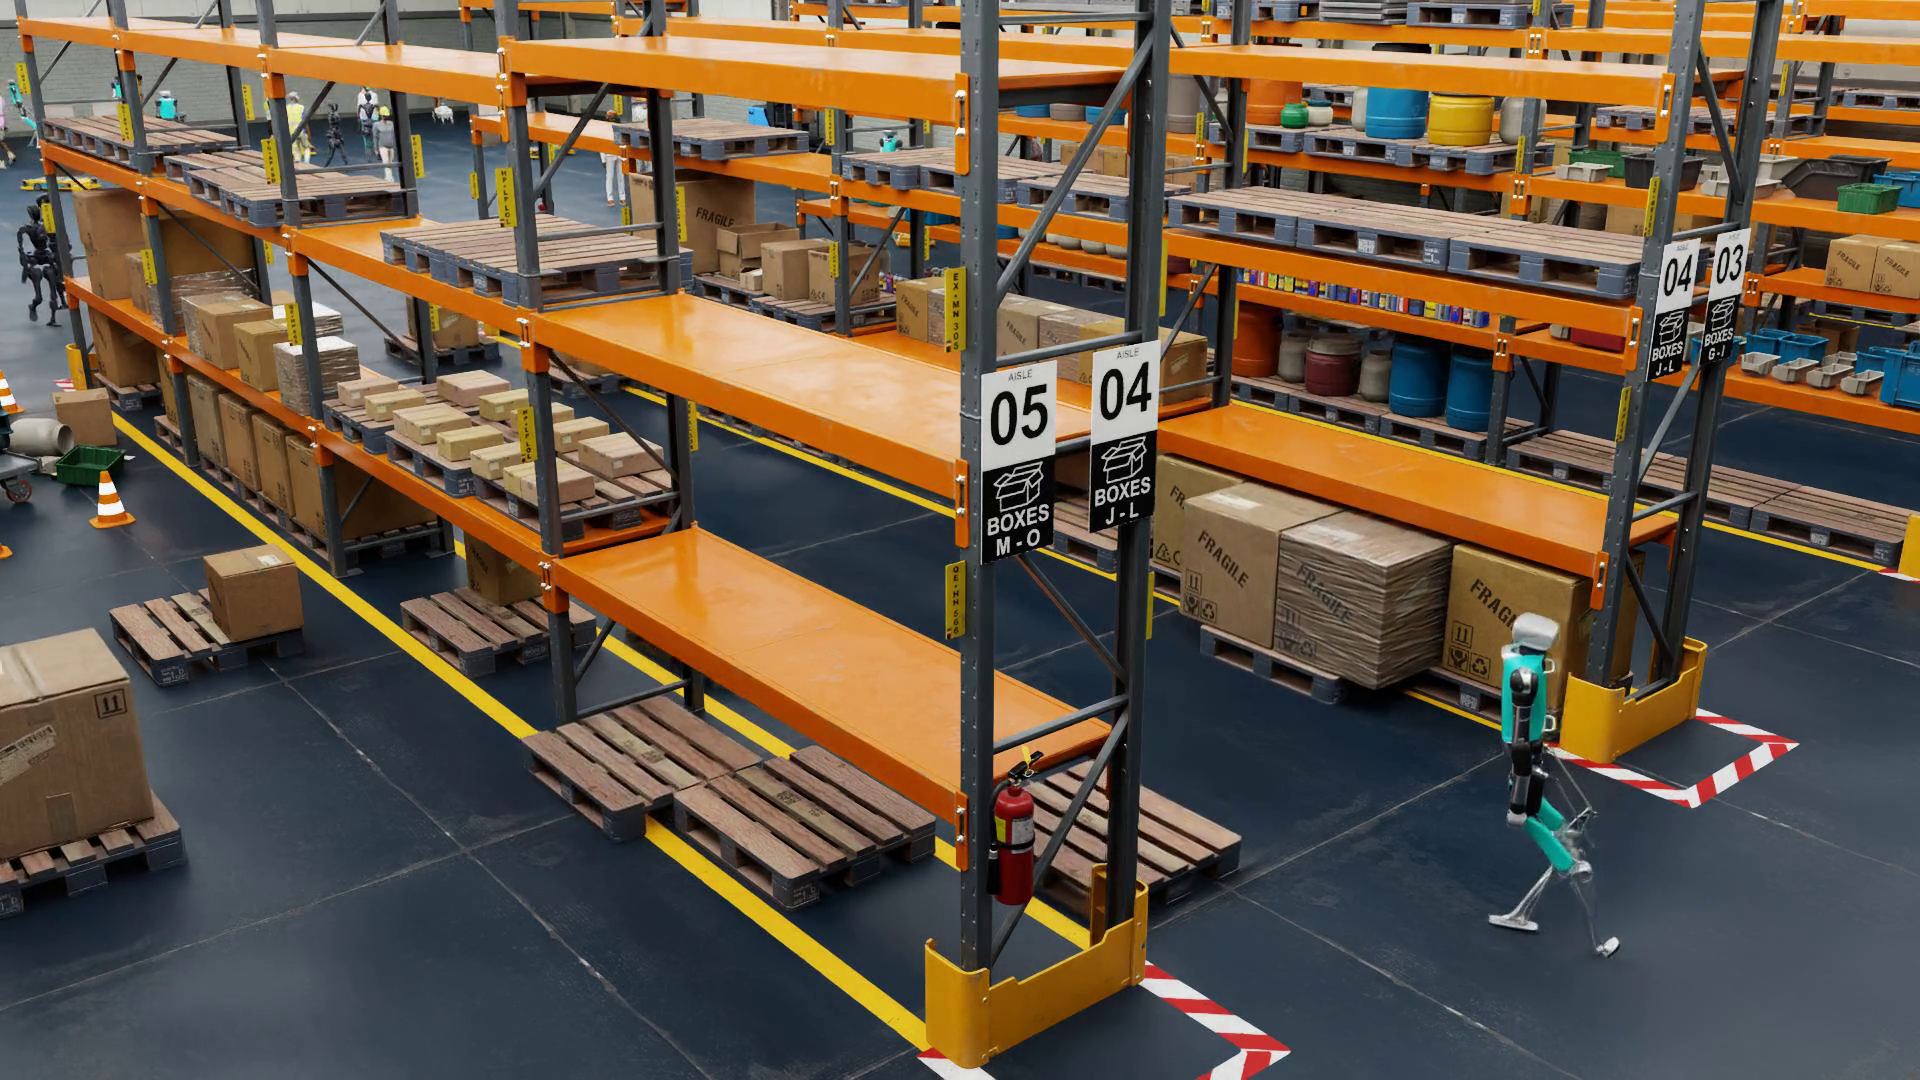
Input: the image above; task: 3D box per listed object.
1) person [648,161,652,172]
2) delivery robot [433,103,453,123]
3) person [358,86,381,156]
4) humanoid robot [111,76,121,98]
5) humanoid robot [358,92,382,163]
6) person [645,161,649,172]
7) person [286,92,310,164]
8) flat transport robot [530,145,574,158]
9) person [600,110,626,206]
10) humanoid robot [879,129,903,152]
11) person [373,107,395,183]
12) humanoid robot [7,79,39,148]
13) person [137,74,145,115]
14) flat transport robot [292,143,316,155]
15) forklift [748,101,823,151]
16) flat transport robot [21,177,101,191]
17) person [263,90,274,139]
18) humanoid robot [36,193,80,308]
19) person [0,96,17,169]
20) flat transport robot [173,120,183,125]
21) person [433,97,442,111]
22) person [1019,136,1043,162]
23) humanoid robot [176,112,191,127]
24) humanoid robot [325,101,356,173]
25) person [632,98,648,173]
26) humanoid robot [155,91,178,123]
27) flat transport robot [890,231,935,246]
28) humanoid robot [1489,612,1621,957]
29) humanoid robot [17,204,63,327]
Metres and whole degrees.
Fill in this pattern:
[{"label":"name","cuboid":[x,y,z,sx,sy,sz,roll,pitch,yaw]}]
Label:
[{"label":"person","cuboid":[-5.101,-5.994,28.460,0.372,1.958,0.596,5,20,13]},{"label":"delivery robot","cuboid":[-15.520,-12.806,49.974,0.499,0.611,0.814,-12,23,-31]},{"label":"person","cuboid":[-14.843,-10.610,41.751,0.504,1.862,1.033,-10,22,-26]},{"label":"humanoid robot","cuboid":[-22.386,-11.455,44.312,0.535,1.740,0.899,2,19,5]},{"label":"humanoid robot","cuboid":[-14.307,-10.012,40.322,0.603,1.634,0.578,-2,19,-6]},{"label":"person","cuboid":[-6.096,-7.596,33.350,0.469,1.734,0.320,-5,20,-14]},{"label":"person","cuboid":[-14.986,-9.195,37.696,0.495,1.871,0.498,-2,19,-6]},{"label":"flat transport robot","cuboid":[-10.362,-9.678,41.479,0.659,0.231,1.431,11,22,28]},{"label":"person","cuboid":[-6.897,-7.621,33.209,0.565,1.878,0.354,-13,23,-32]},{"label":"humanoid robot","cuboid":[-1.462,-6.701,30.737,0.532,1.733,0.773,18,26,41]},{"label":"person","cuboid":[-12.225,-8.385,35.613,0.534,1.712,0.905,-16,25,-39]},{"label":"humanoid robot","cuboid":[-24.258,-11.097,43.323,0.791,1.786,0.537,-13,23,-32]},{"label":"person","cuboid":[-21.777,-11.377,43.974,0.656,1.833,0.842,-16,25,-38]},{"label":"flat transport robot","cuboid":[-16.746,-9.876,42.043,0.659,0.231,1.431,-10,22,-27]},{"label":"forklift","cuboid":[-4.526,-11.368,42.374,1.129,2.768,1.873,-15,24,-37]},{"label":"flat transport robot","cuboid":[-19.278,-7.627,35.642,1.431,0.231,0.659,4,20,11]},{"label":"person","cuboid":[-18.565,-11.593,44.771,0.322,1.696,0.535,-6,20,-16]},{"label":"humanoid robot","cuboid":[-12.651,-4.047,23.327,0.614,1.637,0.397,10,22,27]},{"label":"person","cuboid":[-22.569,-9.711,38.927,0.486,2.023,0.626,4,20,12]},{"label":"flat transport robot","cuboid":[-19.708,-9.613,41.295,1.431,0.231,0.659,-5,20,-14]},{"label":"person","cuboid":[-16.203,-14.053,51.510,0.499,1.876,0.401,16,25,38]},{"label":"person","cuboid":[1.301,-6.632,30.567,0.541,1.757,0.414,-9,21,-25]},{"label":"humanoid robot","cuboid":[-16.197,-8.197,35.142,0.461,1.639,0.593,-17,26,-40]},{"label":"humanoid robot","cuboid":[-14.337,-9.216,38.114,0.780,1.628,0.609,0,19,-1]},{"label":"person","cuboid":[-7.189,-9.107,37.483,0.736,1.856,0.396,2,19,6]},{"label":"humanoid robot","cuboid":[-19.021,-9.835,39.722,0.798,1.770,0.548,14,24,34]},{"label":"flat transport robot","cuboid":[-0.869,-5.378,29.240,0.659,0.231,1.431,-3,20,-9]},{"label":"humanoid robot","cuboid":[3.014,1.280,8.230,0.795,1.879,0.556,6,20,17]},{"label":"humanoid robot","cuboid":[-12.384,-3.708,22.379,0.486,1.644,0.610,13,23,33]}]
